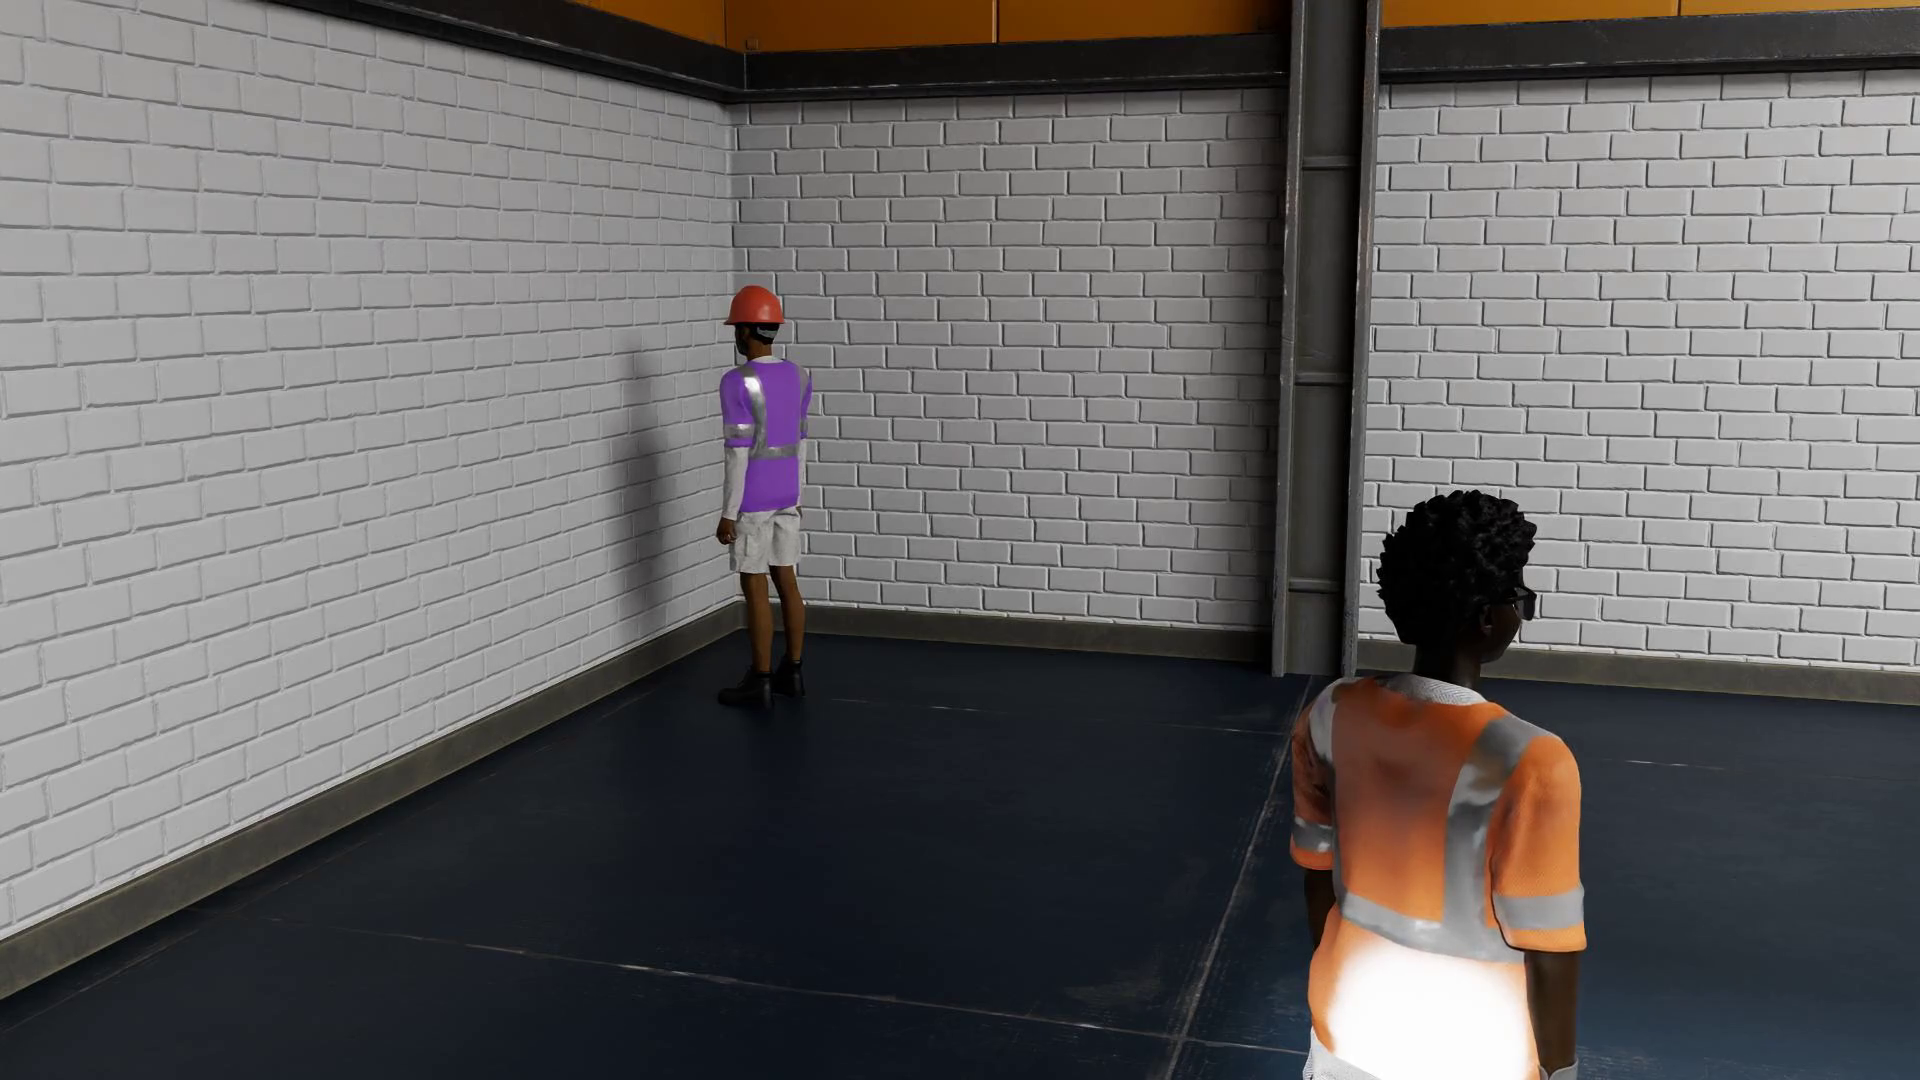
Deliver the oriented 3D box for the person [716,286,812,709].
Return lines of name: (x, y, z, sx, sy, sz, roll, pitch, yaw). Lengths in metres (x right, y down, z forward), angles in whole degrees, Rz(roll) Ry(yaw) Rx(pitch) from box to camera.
person: (-0.925, -0.194, 7.674, 0.358, 1.937, 0.549, 6, 11, 32)

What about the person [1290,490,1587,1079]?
person: (0.722, 0.768, 2.536, 0.320, 1.697, 0.531, -6, 11, -32)
